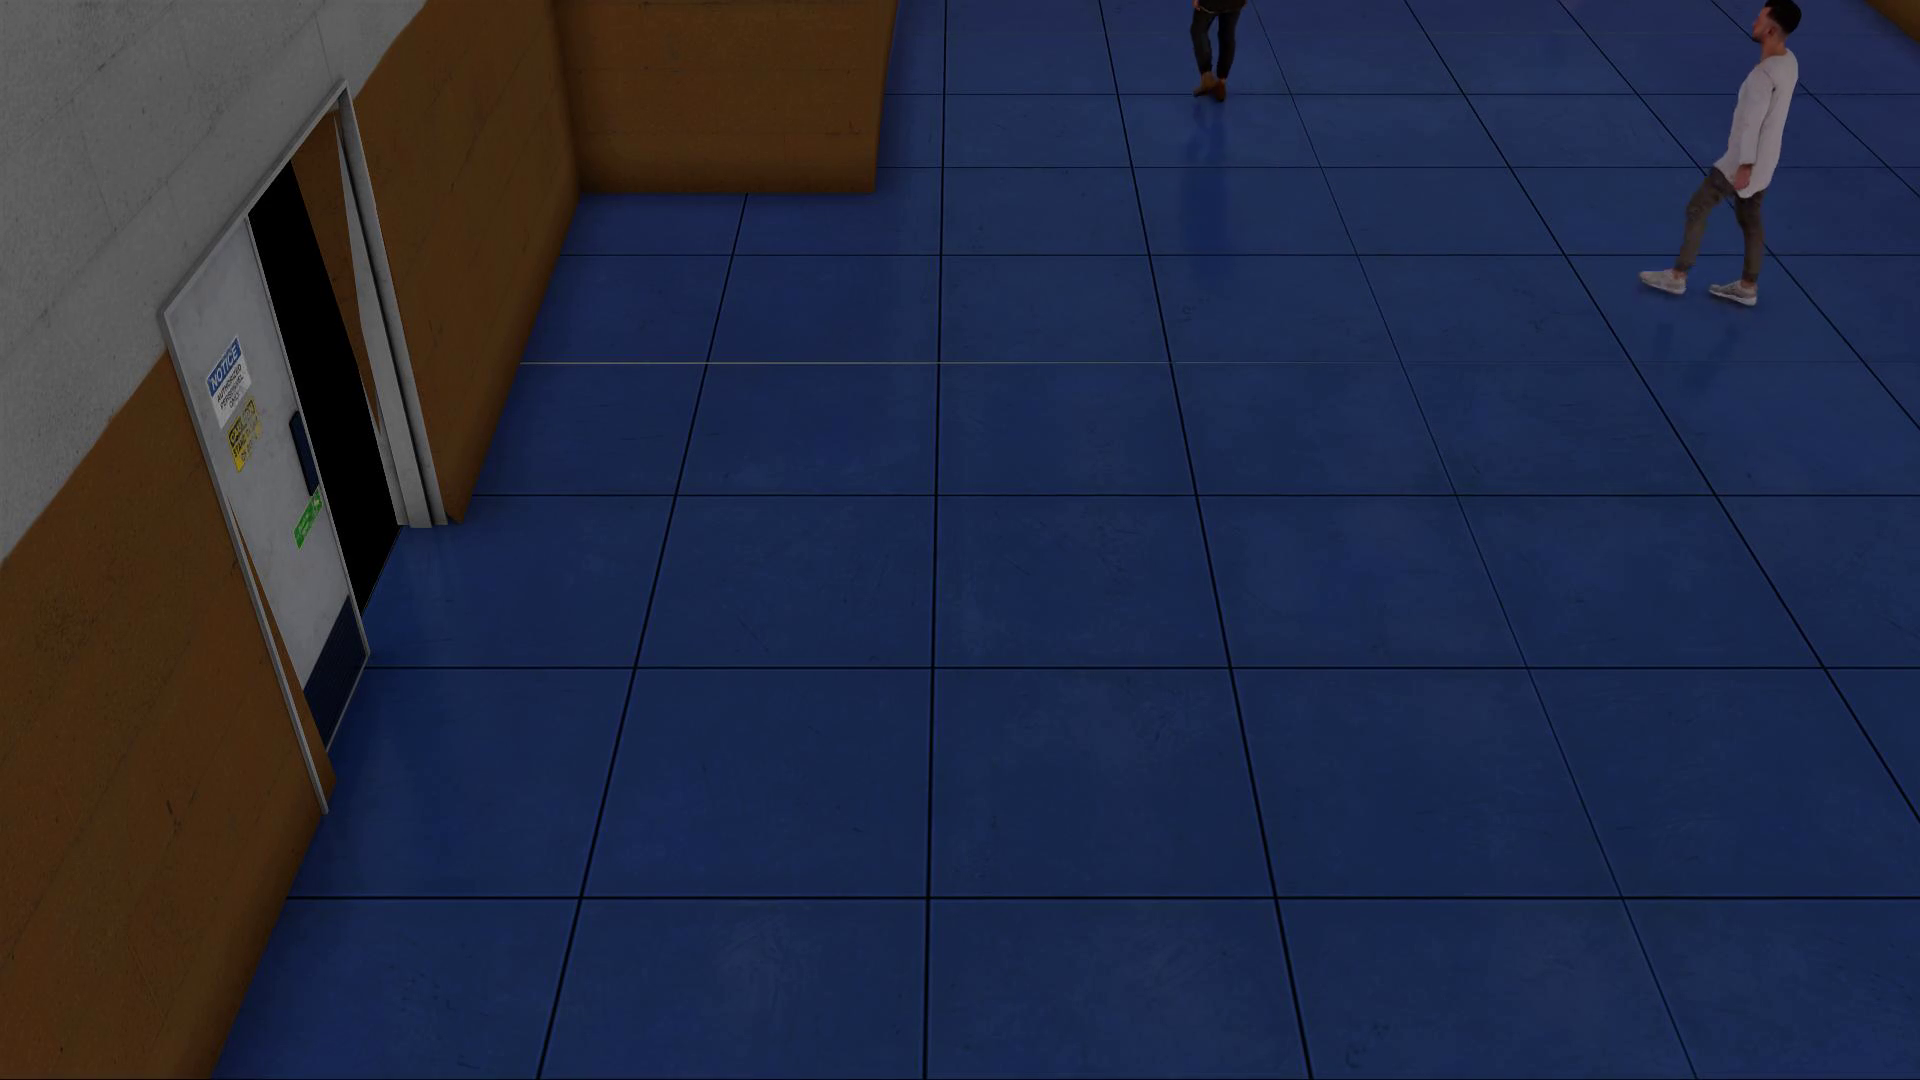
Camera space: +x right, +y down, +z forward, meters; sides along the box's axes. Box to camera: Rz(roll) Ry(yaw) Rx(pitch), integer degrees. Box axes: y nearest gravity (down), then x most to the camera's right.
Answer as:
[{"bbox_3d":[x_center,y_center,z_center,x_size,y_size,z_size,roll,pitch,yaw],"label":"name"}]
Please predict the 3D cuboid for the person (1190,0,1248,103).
[{"bbox_3d":[1.945,-4.019,12.147,0.663,1.702,0.731,-7,37,-9],"label":"person"}]

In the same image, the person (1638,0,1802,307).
[{"bbox_3d":[4.629,-2.177,9.605,1.071,1.808,1.000,28,45,32],"label":"person"}]
